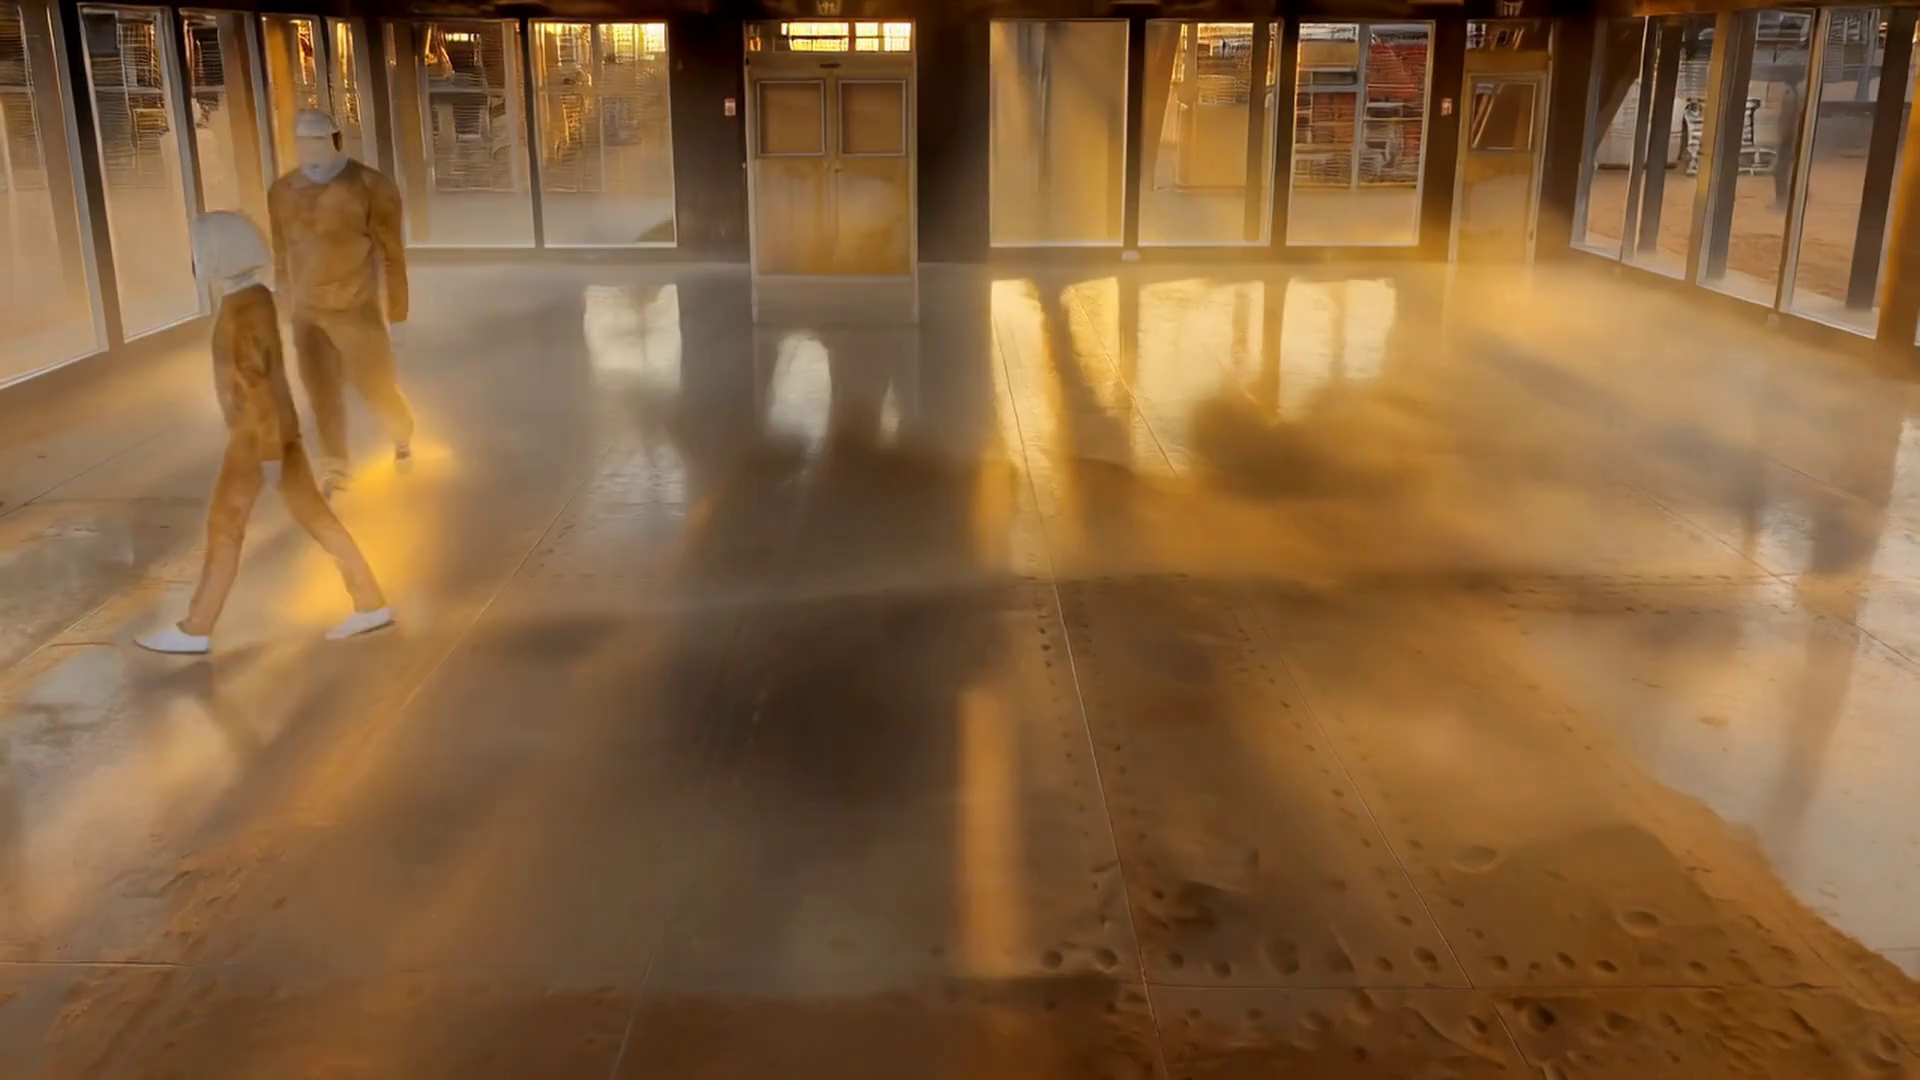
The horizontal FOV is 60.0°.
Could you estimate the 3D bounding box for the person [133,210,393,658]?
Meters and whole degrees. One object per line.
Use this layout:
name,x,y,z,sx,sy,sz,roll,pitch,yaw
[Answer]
person,-2.510,-0.364,5.894,0.881,1.585,0.517,-4,17,-14

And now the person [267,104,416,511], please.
person,-2.931,-1.115,7.938,0.651,1.880,0.765,1,16,3
